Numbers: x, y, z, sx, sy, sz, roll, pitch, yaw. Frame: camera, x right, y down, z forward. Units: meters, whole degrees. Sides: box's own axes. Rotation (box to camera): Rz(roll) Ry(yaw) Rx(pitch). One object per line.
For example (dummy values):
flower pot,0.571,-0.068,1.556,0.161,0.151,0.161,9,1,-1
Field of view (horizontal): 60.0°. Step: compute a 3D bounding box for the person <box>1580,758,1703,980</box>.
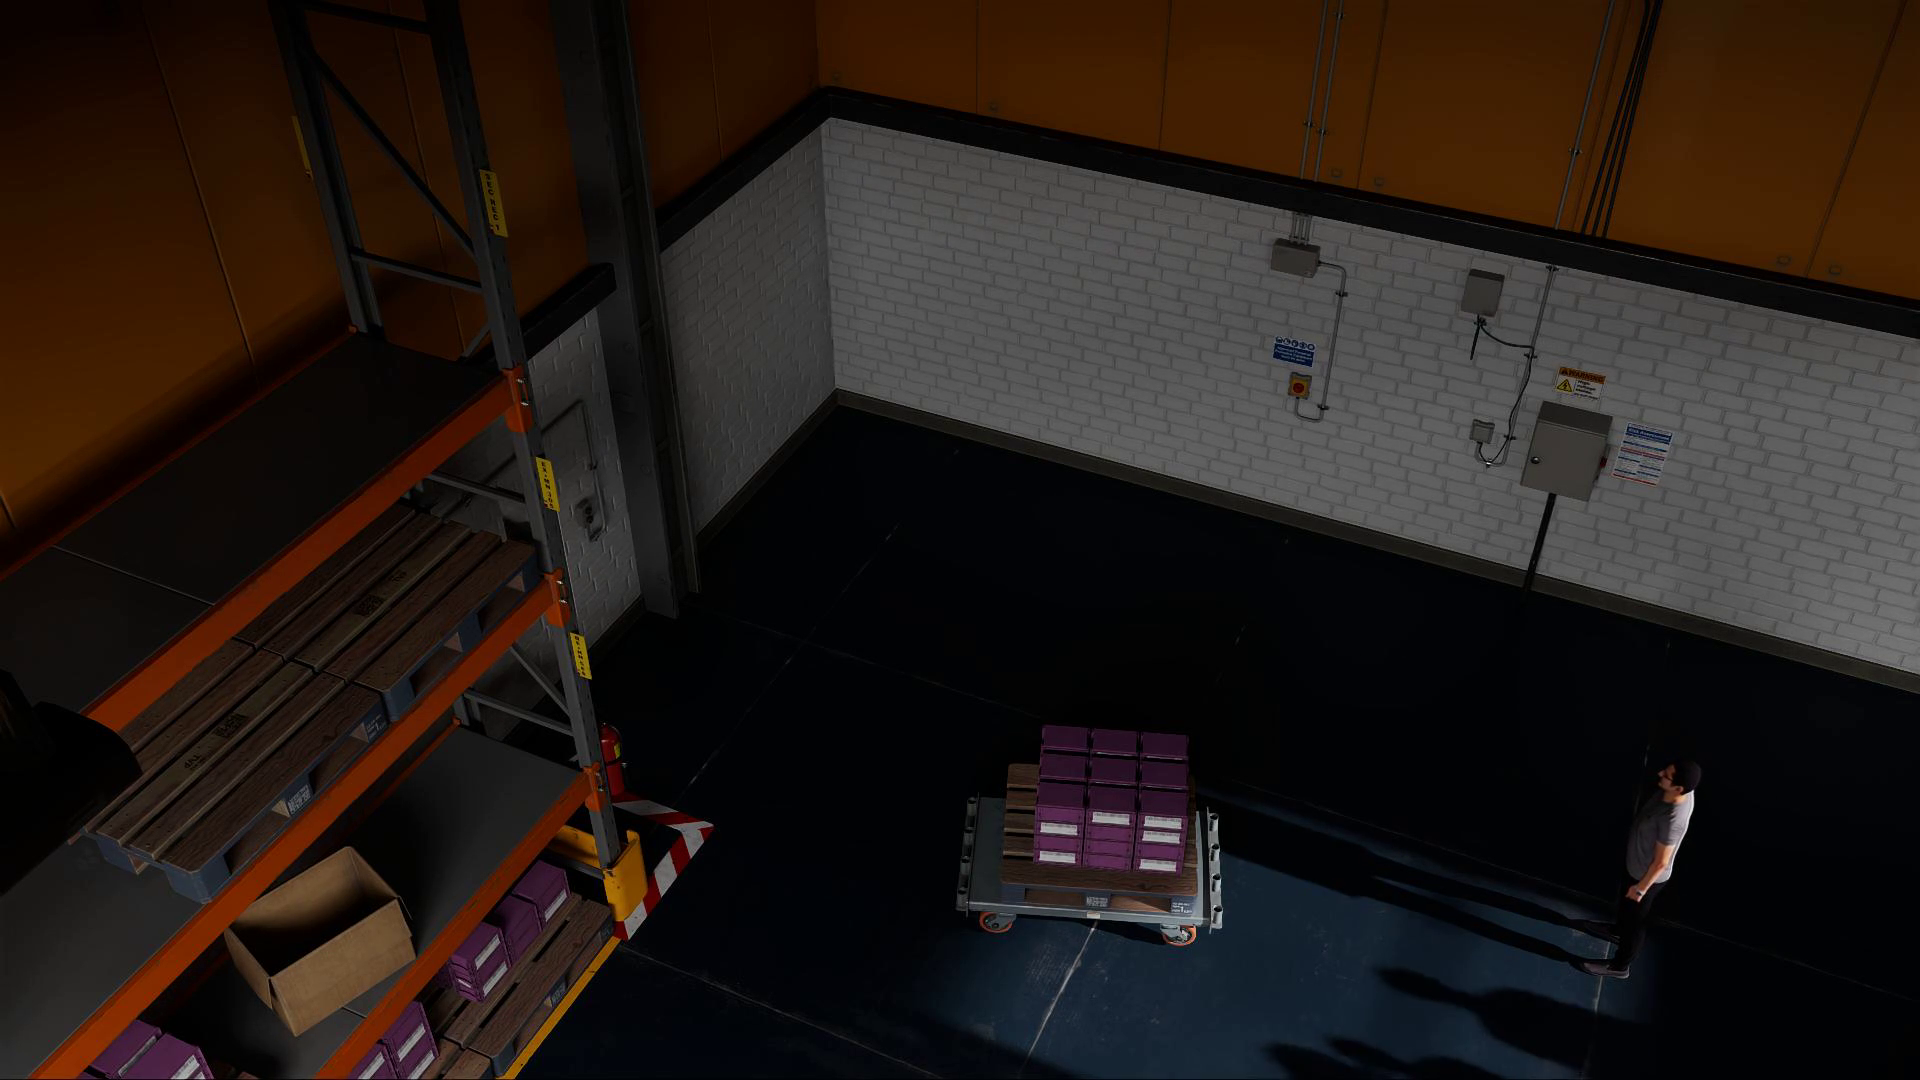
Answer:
person,4.088,1.921,9.882,0.680,1.755,0.495,14,41,16
